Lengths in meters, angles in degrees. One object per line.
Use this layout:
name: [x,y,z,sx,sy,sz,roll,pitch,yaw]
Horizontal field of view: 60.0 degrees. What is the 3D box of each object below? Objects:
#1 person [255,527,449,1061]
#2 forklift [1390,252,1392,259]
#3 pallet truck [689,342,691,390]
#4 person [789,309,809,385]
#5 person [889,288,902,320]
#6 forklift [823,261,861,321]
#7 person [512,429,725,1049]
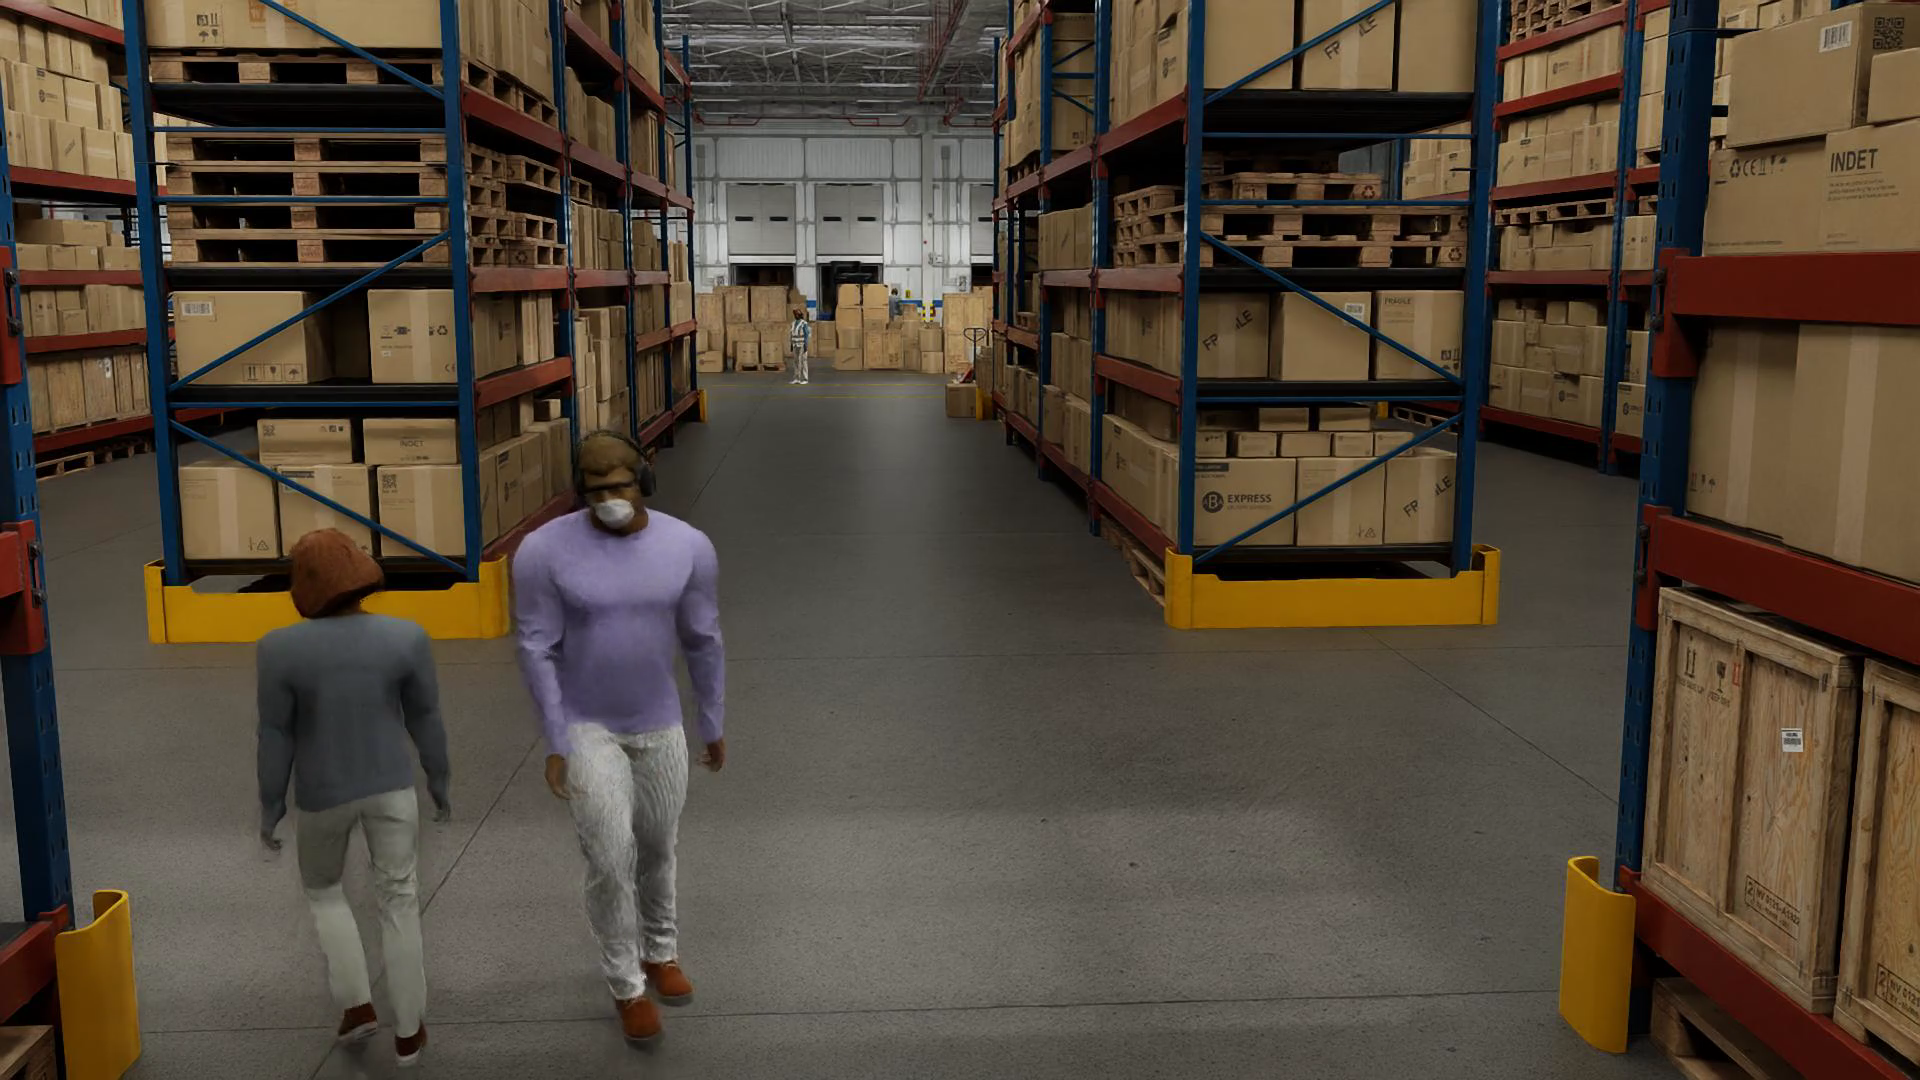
person: [-1.806,0.764,4.969,0.559,1.617,0.395,-5,10,-28]
forklift: [8.612,-4.462,33.848,1.129,2.768,1.873,-1,9,-4]
pallet truck: [-5.225,-3.008,27.480,1.885,1.965,0.823,2,9,14]
person: [-3.471,-4.171,35.910,0.522,1.636,0.310,8,12,43]
person: [-2.296,-7.808,57.853,0.635,1.928,0.381,3,10,20]
forklift: [-3.721,-7.733,54.388,1.129,2.768,1.873,-4,10,-25]
person: [-1.020,0.601,5.134,0.654,1.897,0.686,-4,10,-26]
